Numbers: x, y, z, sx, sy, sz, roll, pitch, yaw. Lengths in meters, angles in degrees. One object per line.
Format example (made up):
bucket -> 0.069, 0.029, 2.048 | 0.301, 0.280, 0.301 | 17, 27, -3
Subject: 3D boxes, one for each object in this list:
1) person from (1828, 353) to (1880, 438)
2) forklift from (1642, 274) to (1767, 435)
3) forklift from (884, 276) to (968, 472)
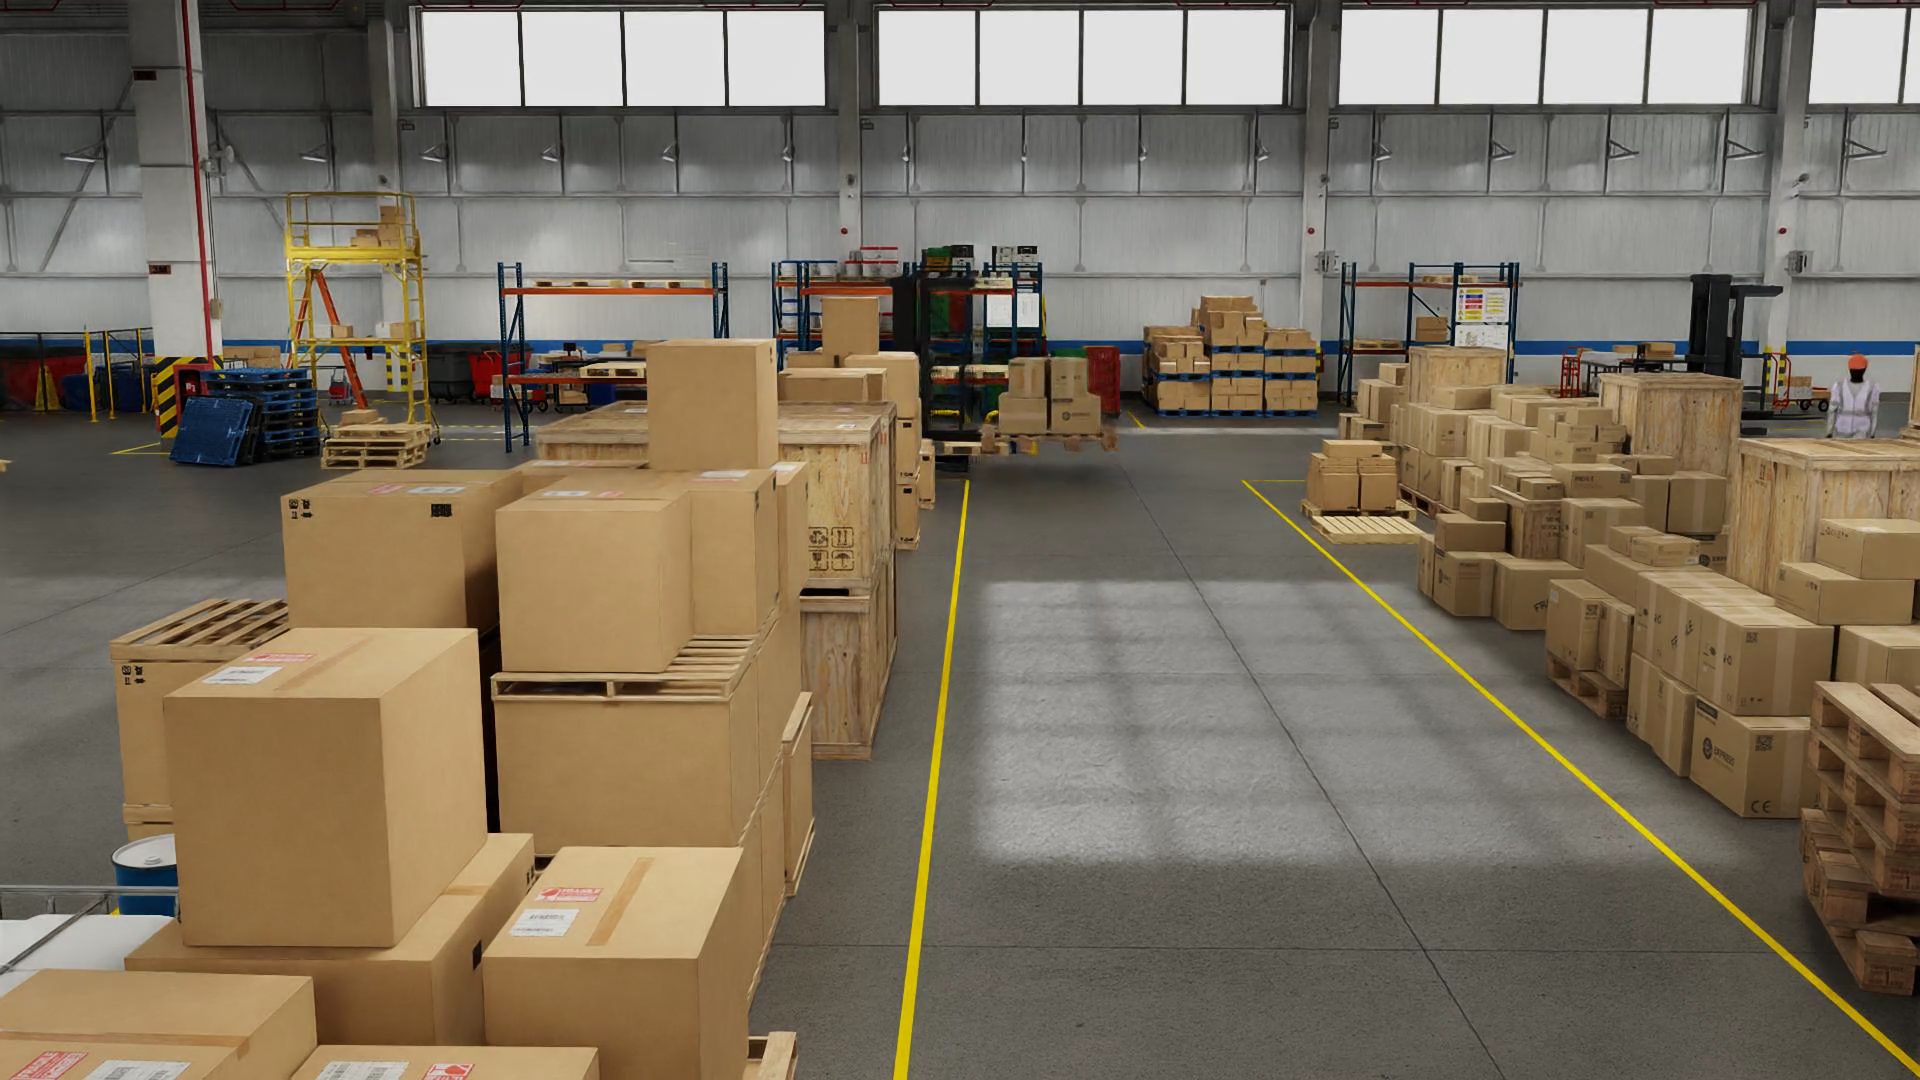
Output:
person -> 11.300, -1.418, 21.051 | 0.551, 1.913, 0.723 | 6, 11, 32
forklift -> 13.101, -3.274, 29.247 | 1.873, 2.768, 1.129 | 0, 9, 1
forklift -> -0.822, -2.420, 24.132 | 1.873, 2.768, 1.129 | 0, 9, 1
